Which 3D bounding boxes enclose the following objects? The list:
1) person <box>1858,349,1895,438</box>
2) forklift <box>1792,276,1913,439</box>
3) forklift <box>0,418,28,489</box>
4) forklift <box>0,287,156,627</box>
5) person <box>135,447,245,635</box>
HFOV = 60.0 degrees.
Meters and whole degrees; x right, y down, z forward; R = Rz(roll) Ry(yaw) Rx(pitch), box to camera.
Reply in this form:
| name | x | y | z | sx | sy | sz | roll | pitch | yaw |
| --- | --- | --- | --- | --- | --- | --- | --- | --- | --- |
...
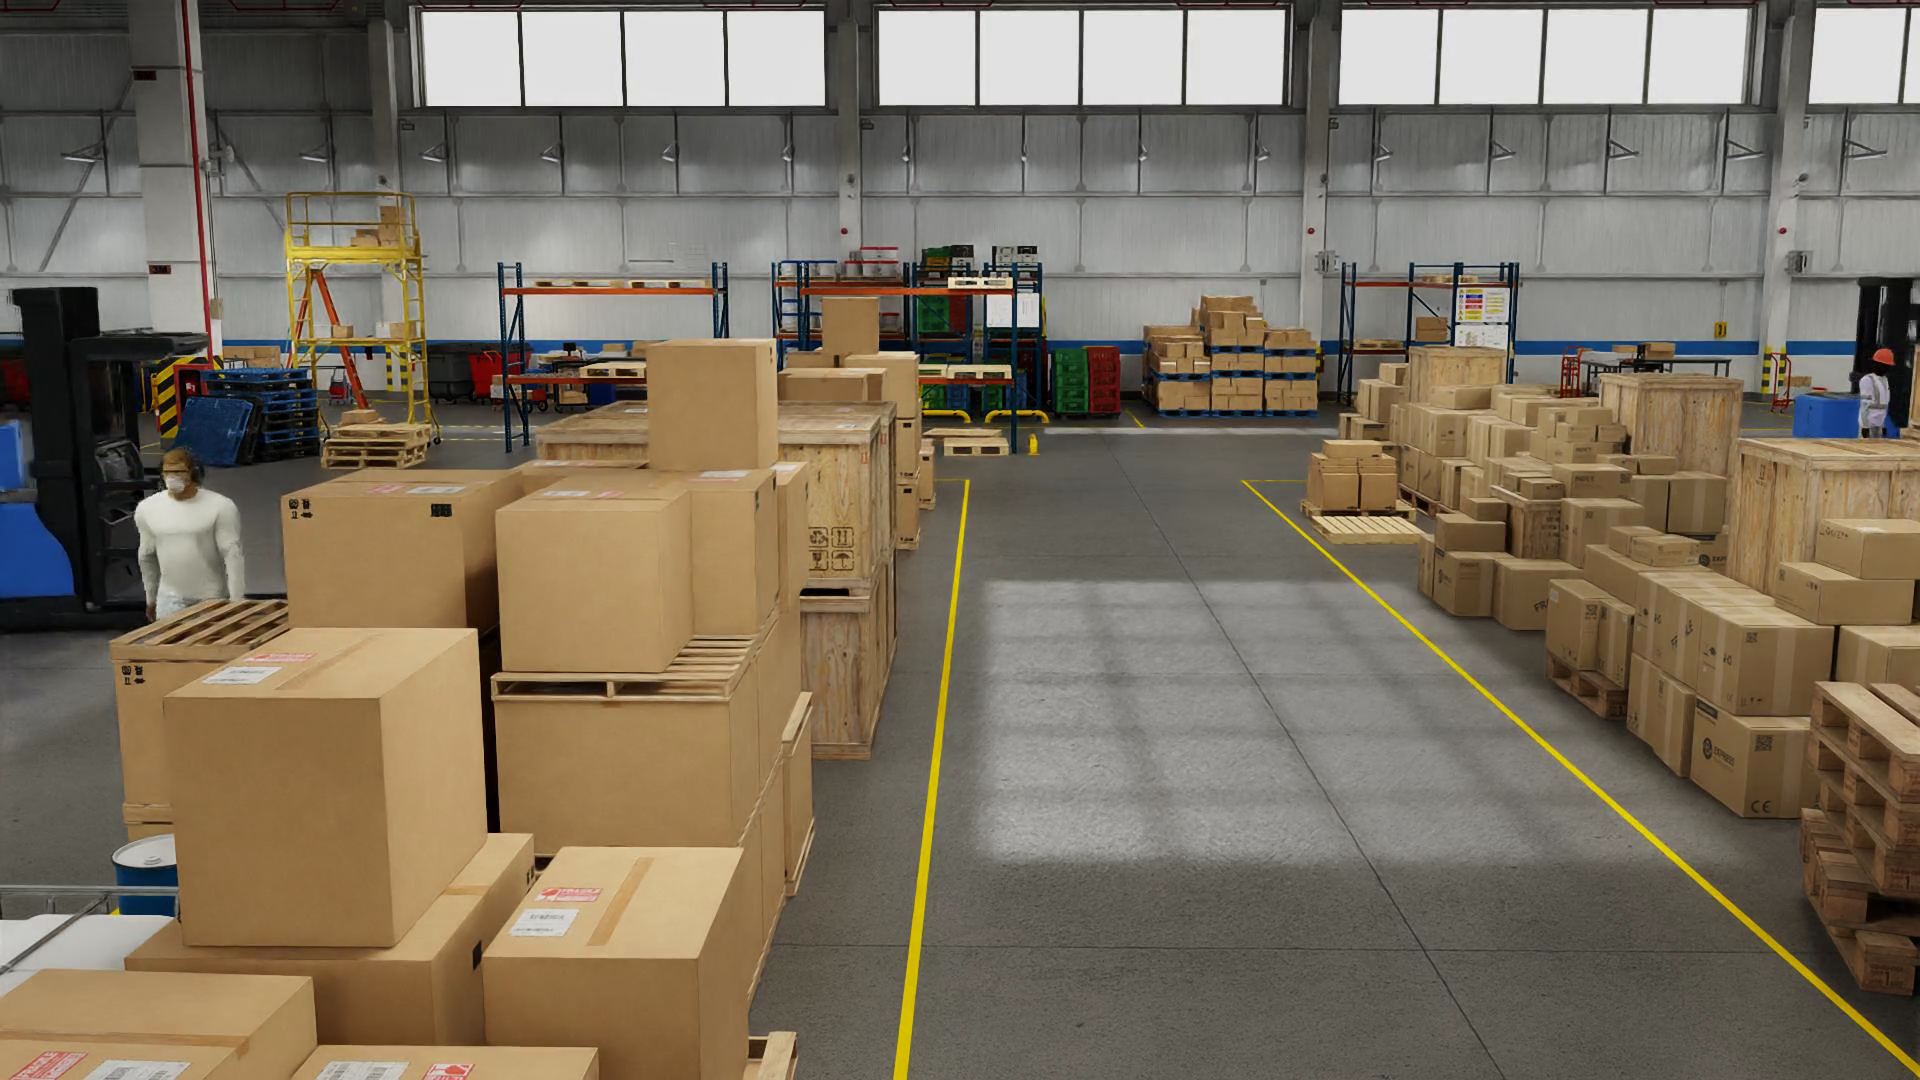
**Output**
| name | x | y | z | sx | sy | sz | roll | pitch | yaw |
| --- | --- | --- | --- | --- | --- | --- | --- | --- | --- |
| person | 11.835 | -1.508 | 21.511 | 0.542 | 1.930 | 0.374 | -7 | 12 | -36 |
| forklift | 13.316 | -2.428 | 24.178 | 1.873 | 2.768 | 1.129 | 0 | 9 | 1 |
| forklift | -12.402 | -1.724 | 19.963 | 1.873 | 2.768 | 1.129 | -4 | 10 | -25 |
| forklift | -7.451 | -0.717 | 13.927 | 1.873 | 2.768 | 1.129 | -1 | 10 | -8 |
| person | -4.851 | 0.334 | 10.586 | 0.651 | 1.905 | 0.985 | -1 | 10 | -7 |
